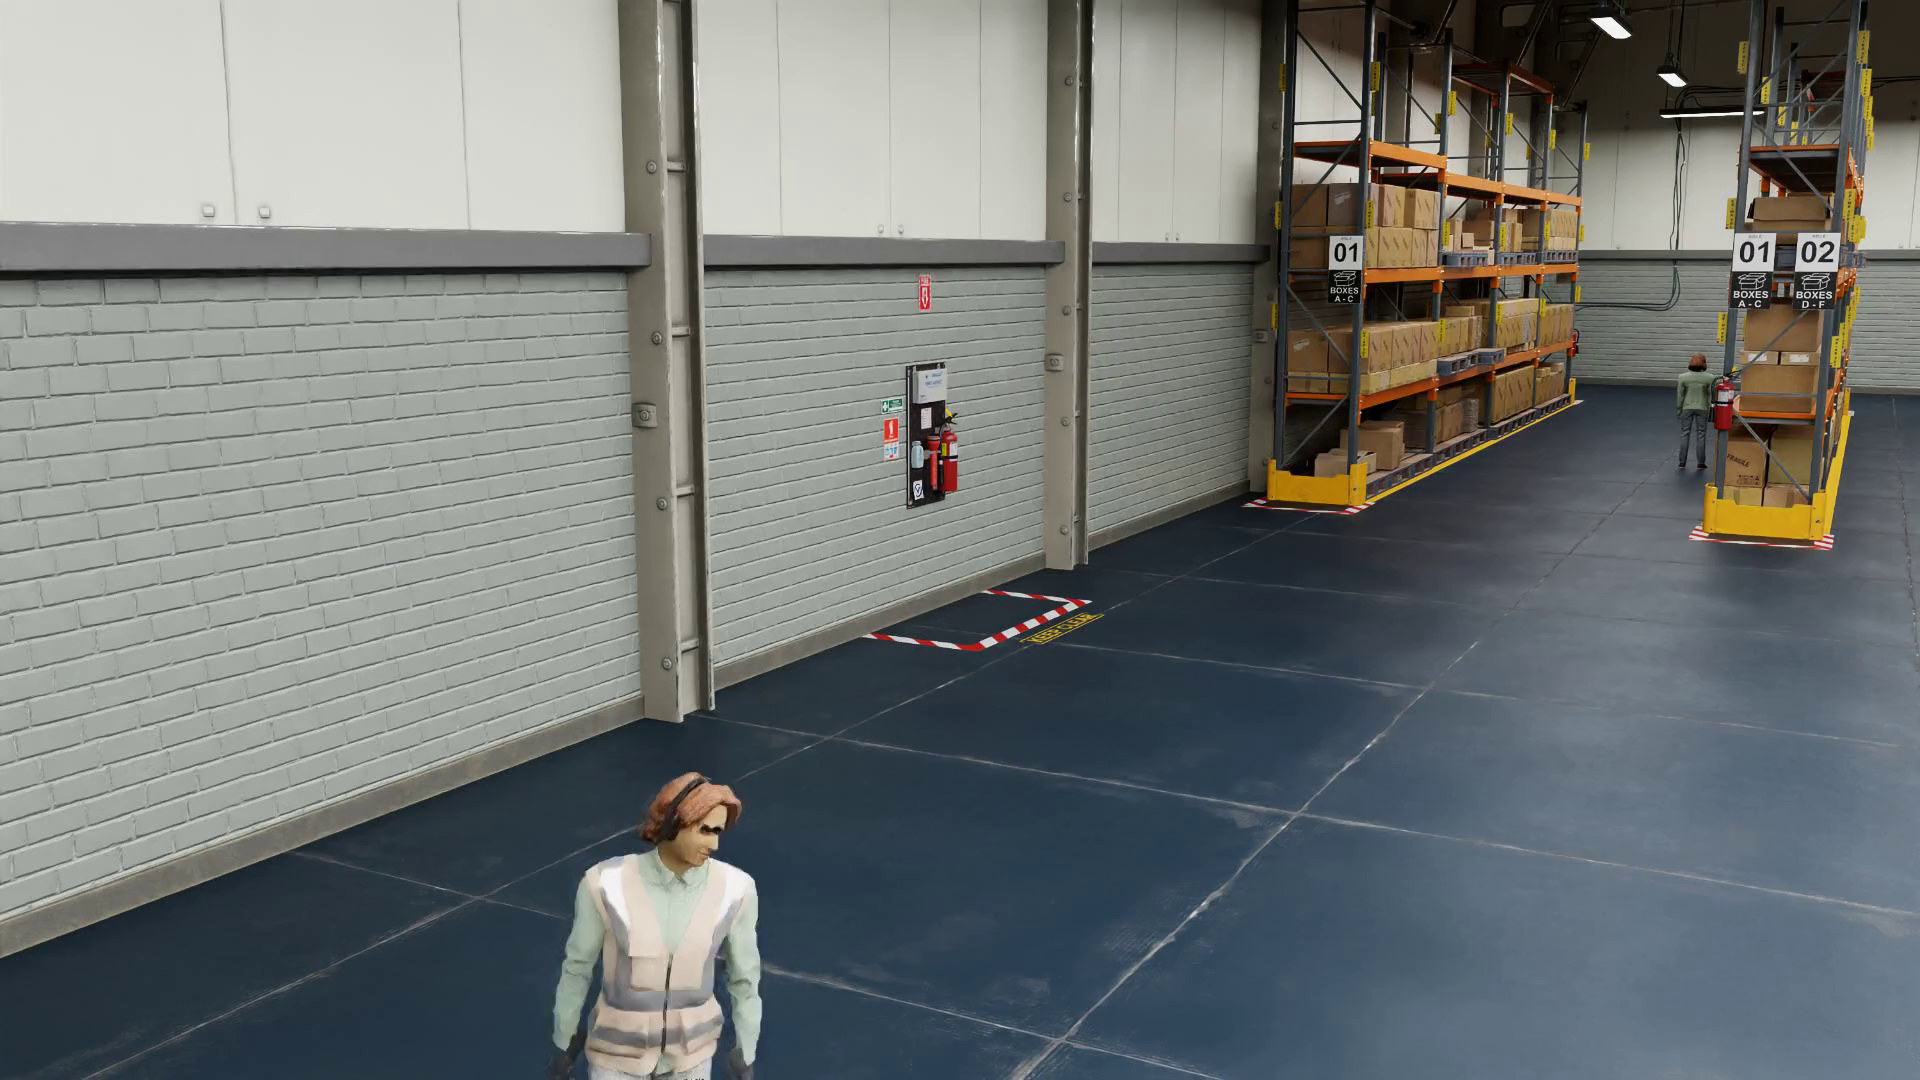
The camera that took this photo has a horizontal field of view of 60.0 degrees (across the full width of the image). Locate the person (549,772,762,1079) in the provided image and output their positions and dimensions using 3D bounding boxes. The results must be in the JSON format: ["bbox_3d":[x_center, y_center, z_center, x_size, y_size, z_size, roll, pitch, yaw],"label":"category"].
[{"bbox_3d":[-0.831,1.426,4.580,0.575,1.602,0.326,-4,10,-22],"label":"person"}]

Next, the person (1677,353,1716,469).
[{"bbox_3d":[10.364,-1.813,23.444,0.499,1.633,0.289,6,11,30],"label":"person"}]
